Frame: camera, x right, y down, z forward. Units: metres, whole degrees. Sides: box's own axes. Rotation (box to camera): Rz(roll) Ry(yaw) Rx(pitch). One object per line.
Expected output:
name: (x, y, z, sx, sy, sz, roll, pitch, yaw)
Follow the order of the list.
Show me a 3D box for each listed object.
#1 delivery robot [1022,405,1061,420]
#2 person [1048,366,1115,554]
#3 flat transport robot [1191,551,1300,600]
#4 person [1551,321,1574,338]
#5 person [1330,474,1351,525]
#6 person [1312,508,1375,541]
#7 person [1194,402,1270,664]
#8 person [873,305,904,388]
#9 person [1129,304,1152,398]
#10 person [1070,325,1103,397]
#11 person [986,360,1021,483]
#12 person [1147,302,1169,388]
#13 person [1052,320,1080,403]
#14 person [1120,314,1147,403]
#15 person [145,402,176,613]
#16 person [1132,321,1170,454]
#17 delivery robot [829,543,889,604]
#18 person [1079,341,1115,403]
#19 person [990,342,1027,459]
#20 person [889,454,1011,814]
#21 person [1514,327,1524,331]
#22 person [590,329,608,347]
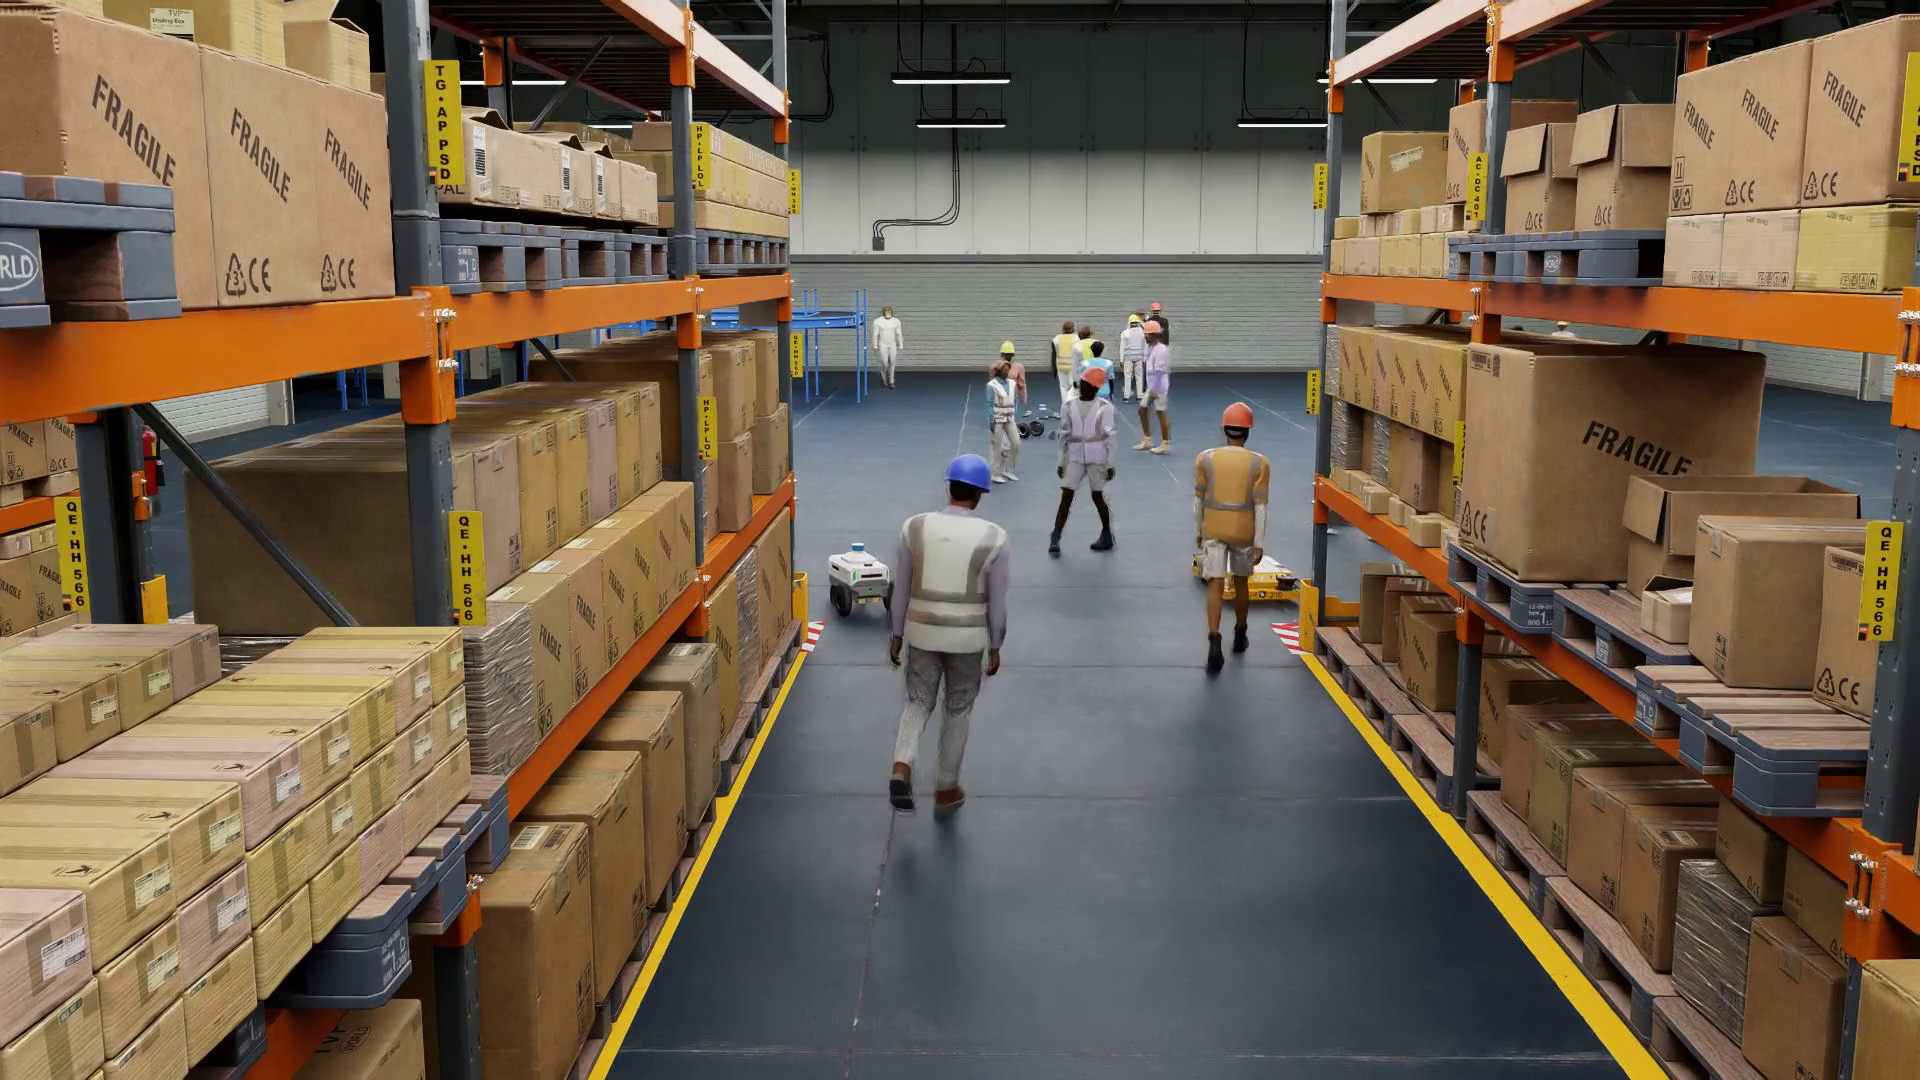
delivery robot: (1.370, -2.135, 27.644, 0.698, 0.223, 0.335, 6, 12, 34)
person: (1.249, -0.803, 16.674, 0.598, 1.872, 0.752, 3, 10, 18)
flat transport robot: (2.543, 0.306, 14.931, 0.652, 0.197, 1.431, -1, 9, -4)
person: (13.001, -3.955, 35.931, 0.527, 1.731, 0.856, 8, 13, 41)
person: (4.328, -1.161, 18.577, 0.403, 1.945, 0.614, 5, 11, 27)
person: (4.180, -0.934, 17.474, 0.598, 1.866, 1.021, -6, 11, -31)
person: (1.974, -0.057, 12.142, 0.545, 1.898, 0.958, 2, 10, 12)
person: (-1.664, -4.471, 38.506, 0.667, 1.913, 0.464, -3, 10, -17)
person: (3.912, -4.025, 35.580, 0.570, 2.000, 0.684, 7, 12, 36)
person: (2.226, -2.854, 29.122, 0.624, 1.815, 0.800, -3, 10, -18)
person: (0.587, -1.552, 21.870, 0.547, 1.621, 0.487, -8, 12, -40)
person: (4.477, -4.443, 38.086, 0.615, 1.997, 0.373, -1, 10, -4)
person: (2.022, -3.213, 31.229, 0.643, 1.826, 0.624, 4, 10, 21)
person: (3.599, -3.770, 34.582, 0.594, 1.826, 0.403, -2, 10, -14)
person: (-7.023, -0.347, 13.910, 0.933, 1.898, 0.639, 2, 10, 14)
person: (2.903, -2.313, 25.249, 0.693, 2.016, 0.622, -2, 10, -14)
delivery robot: (-0.855, 0.271, 14.012, 0.477, 0.478, 0.707, -4, 10, -21)
person: (2.134, -2.265, 25.960, 0.555, 1.675, 0.390, 0, 9, 0)
person: (0.729, -2.058, 24.593, 0.550, 1.718, 0.882, -2, 10, -14)
person: (-0.066, 0.519, 8.662, 0.645, 1.905, 0.688, 2, 10, 14)
person: (10.850, -3.312, 32.329, 0.545, 1.649, 0.863, 0, 9, 3)
person: (-9.109, -4.925, 42.106, 0.388, 1.623, 0.512, 7, 12, 38)
